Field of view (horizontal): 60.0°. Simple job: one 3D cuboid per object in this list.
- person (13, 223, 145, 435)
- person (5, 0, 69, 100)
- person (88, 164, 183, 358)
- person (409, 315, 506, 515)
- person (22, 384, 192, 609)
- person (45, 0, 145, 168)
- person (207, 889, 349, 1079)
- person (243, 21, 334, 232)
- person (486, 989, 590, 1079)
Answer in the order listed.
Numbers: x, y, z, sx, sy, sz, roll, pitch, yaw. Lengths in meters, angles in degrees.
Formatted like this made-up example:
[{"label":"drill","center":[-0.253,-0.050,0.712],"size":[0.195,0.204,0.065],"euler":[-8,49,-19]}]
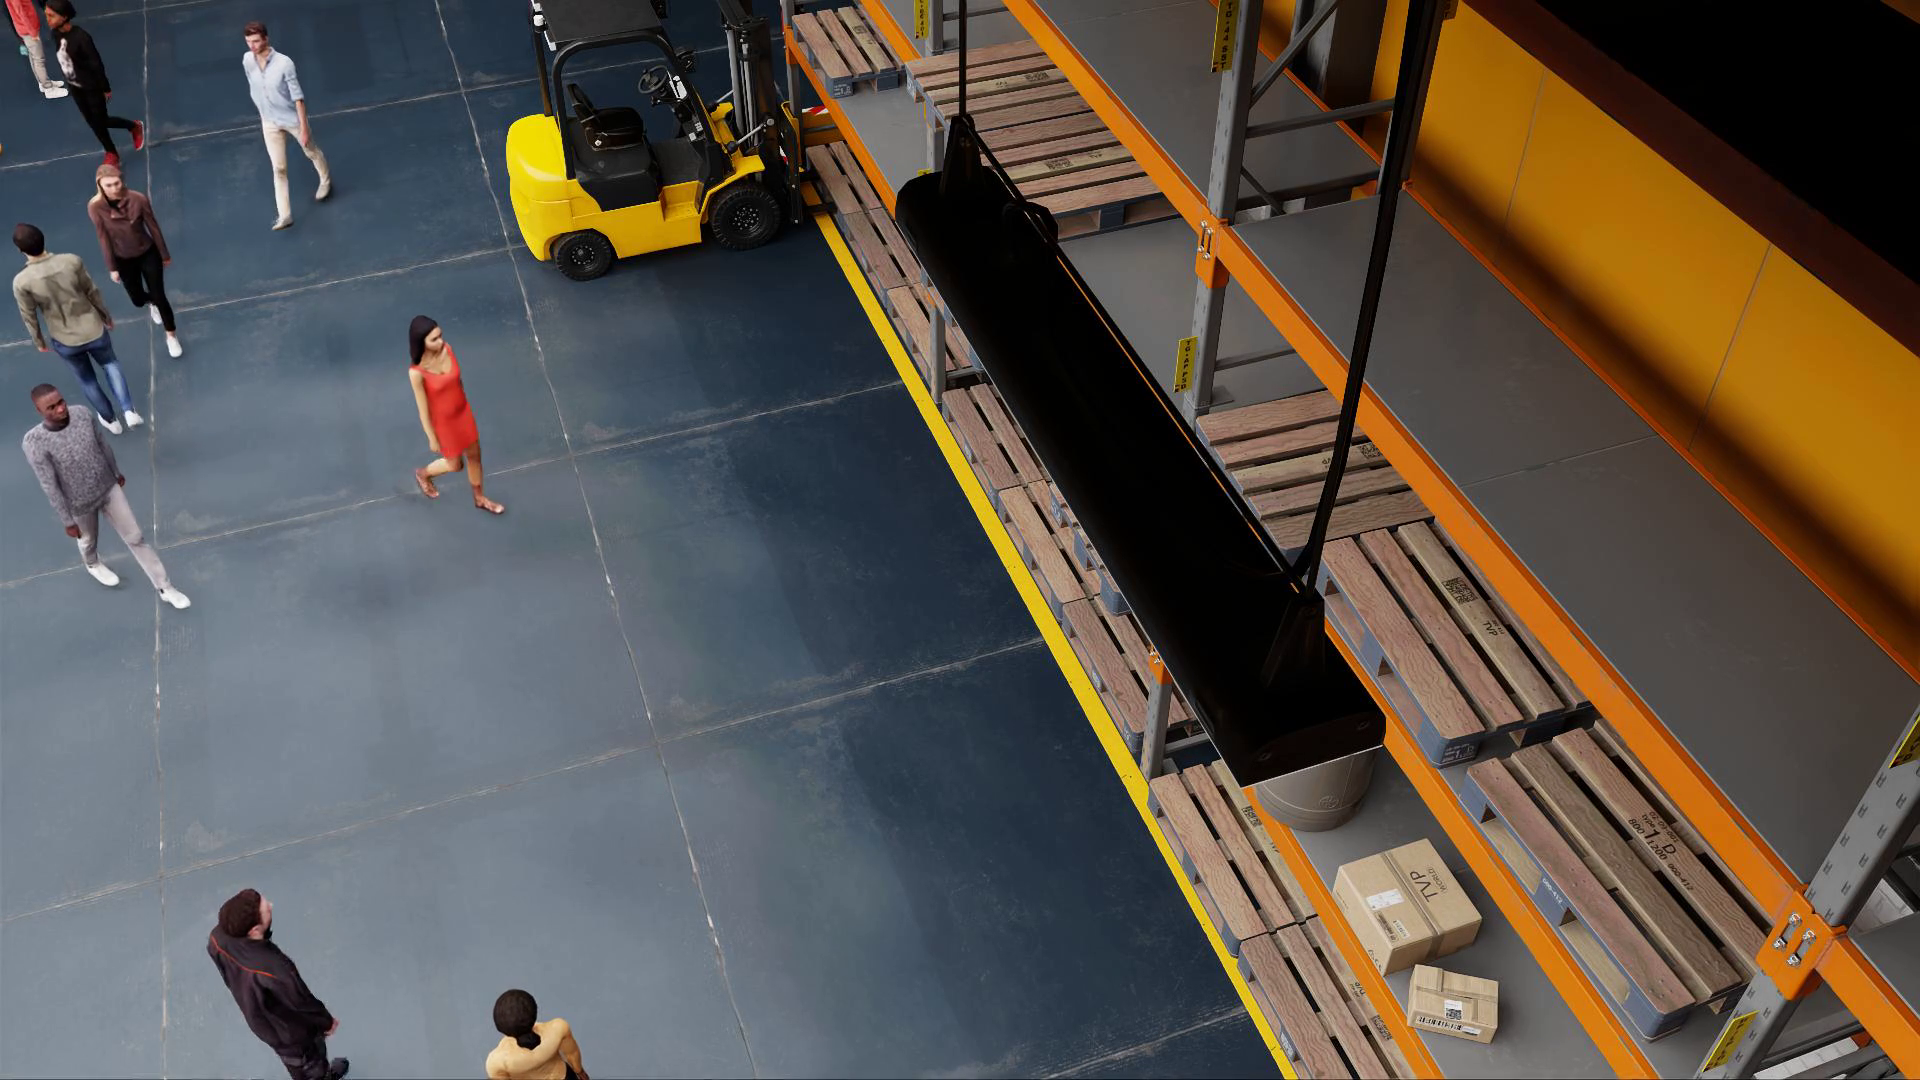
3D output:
[{"label":"person","center":[-6.464,-1.487,12.230],"size":[0.853,1.860,0.898],"euler":[-31,52,-29]},{"label":"person","center":[-9.137,-5.020,16.260],"size":[0.631,1.416,0.501],"euler":[-26,49,-25]},{"label":"person","center":[-6.520,-2.265,13.171],"size":[0.634,1.688,0.823],"euler":[-16,46,-16]},{"label":"person","center":[-3.660,-0.864,11.689],"size":[0.962,1.704,0.921],"euler":[15,46,15]},{"label":"person","center":[-5.835,-0.315,11.049],"size":[1.292,1.793,1.173],"euler":[23,48,22]},{"label":"person","center":[-7.933,-4.189,15.208],"size":[0.875,1.665,0.940],"euler":[17,46,17]},{"label":"person","center":[-3.363,2.389,8.136],"size":[0.809,1.894,0.889],"euler":[24,49,23]},{"label":"person","center":[-5.873,-3.712,14.614],"size":[1.051,1.793,1.299],"euler":[6,44,6]},{"label":"person","center":[-2.002,2.664,8.018],"size":[0.649,1.659,0.619],"euler":[-26,49,-25]}]
